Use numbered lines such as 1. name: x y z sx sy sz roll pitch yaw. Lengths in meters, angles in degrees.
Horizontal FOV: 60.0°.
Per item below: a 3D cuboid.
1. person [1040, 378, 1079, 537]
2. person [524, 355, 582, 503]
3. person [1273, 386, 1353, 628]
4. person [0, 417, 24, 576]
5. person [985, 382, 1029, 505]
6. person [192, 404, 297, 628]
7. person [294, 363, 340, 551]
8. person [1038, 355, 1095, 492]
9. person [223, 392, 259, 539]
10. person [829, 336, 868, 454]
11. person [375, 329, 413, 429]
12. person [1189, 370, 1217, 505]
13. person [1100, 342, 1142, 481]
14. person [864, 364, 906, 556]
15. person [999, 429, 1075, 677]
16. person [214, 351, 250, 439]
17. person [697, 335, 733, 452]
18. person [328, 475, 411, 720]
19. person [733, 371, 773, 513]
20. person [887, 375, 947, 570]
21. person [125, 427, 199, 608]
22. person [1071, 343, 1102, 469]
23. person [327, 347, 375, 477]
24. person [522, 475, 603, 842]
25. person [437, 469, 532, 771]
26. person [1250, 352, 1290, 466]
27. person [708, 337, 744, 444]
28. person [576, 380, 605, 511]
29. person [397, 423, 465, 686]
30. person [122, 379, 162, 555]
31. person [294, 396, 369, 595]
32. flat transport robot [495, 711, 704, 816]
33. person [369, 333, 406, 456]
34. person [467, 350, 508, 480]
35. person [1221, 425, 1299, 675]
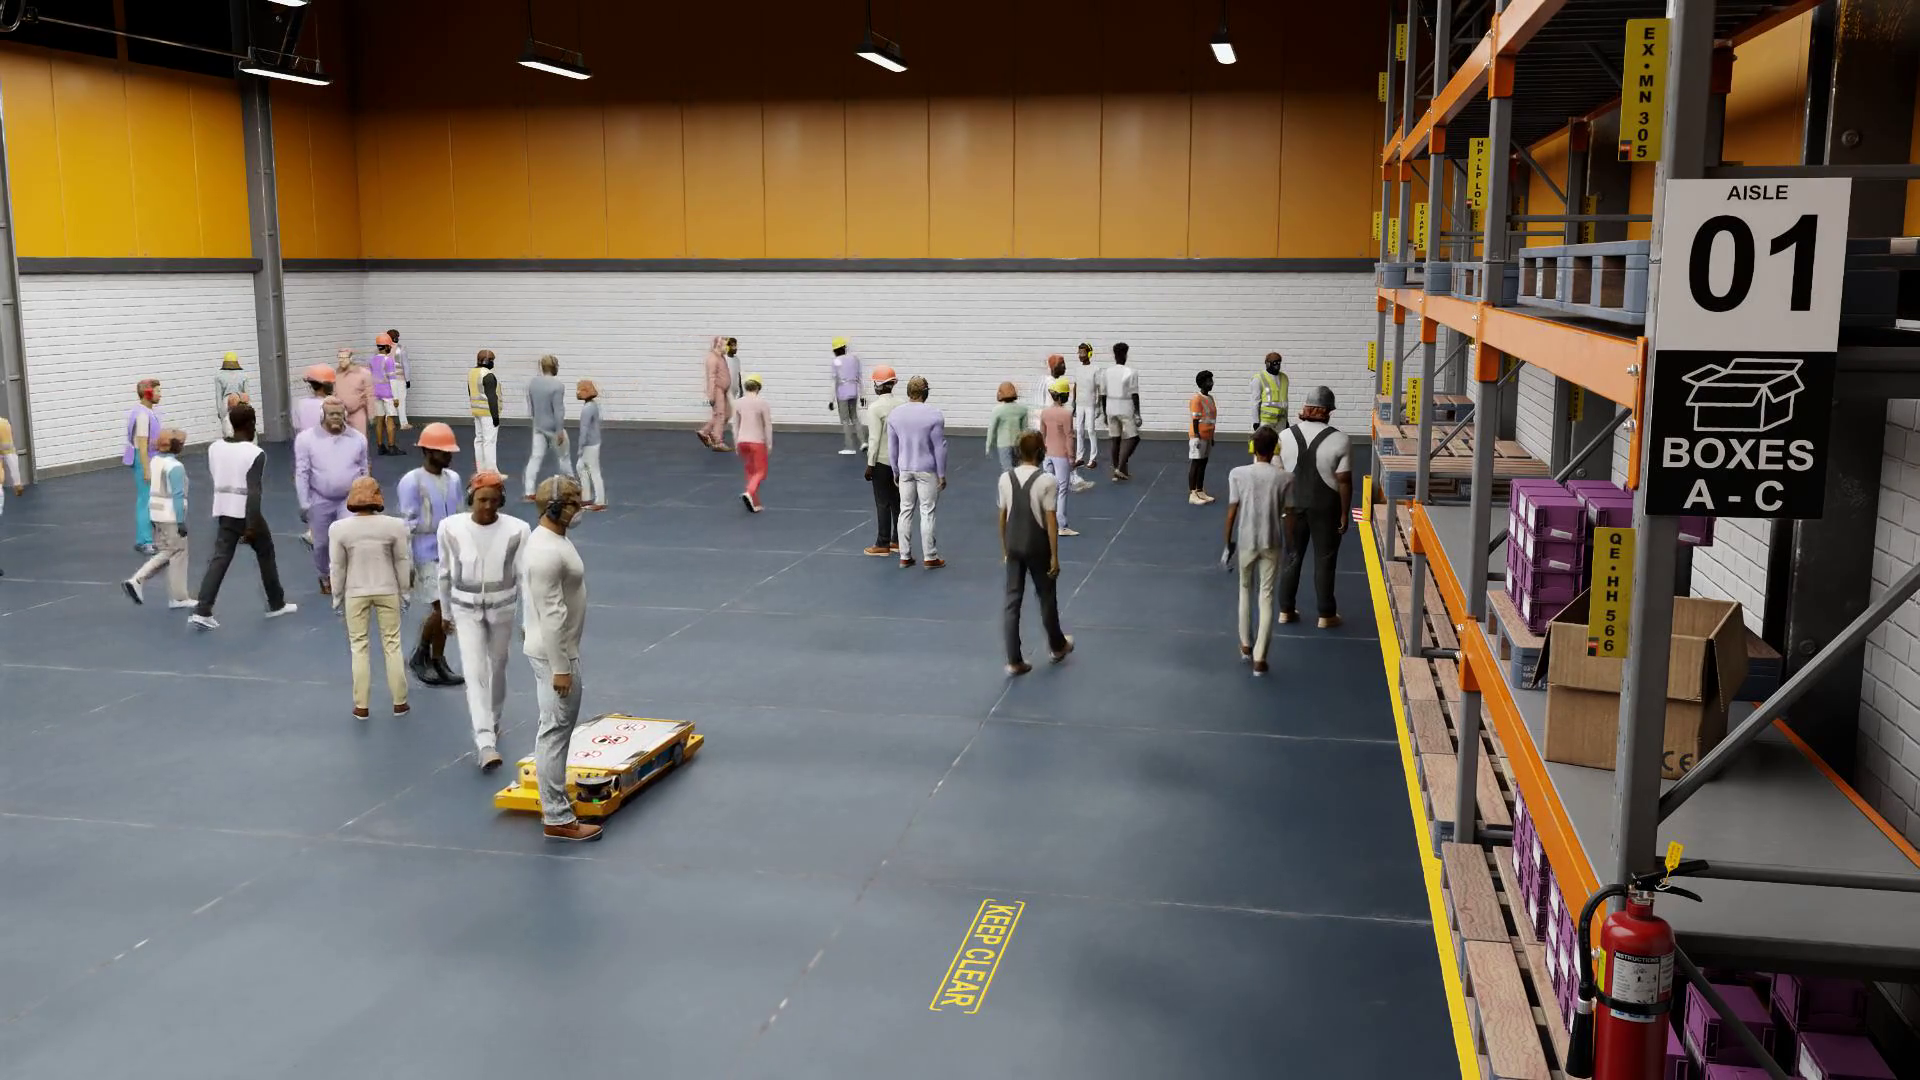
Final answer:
1. person: 1.106 -0.924 18.605 0.315 1.770 0.524 -7 12 -37
2. person: -5.231 -1.423 21.271 0.650 1.884 1.008 6 11 33
3. person: 2.990 -0.293 13.979 0.677 2.000 0.535 6 11 30
4. person: -9.442 -0.589 16.153 0.559 1.912 0.647 0 9 0
5. person: 0.547 -1.130 20.314 0.526 1.593 0.789 -5 11 -26
6. person: -6.087 -0.205 14.002 0.596 1.872 1.009 3 10 17
7. person: -6.557 -0.791 17.037 0.606 2.028 0.560 4 10 24
8. person: 1.265 -1.534 22.091 1.013 1.828 0.594 1 9 6
9. person: -7.868 -0.800 18.240 0.511 1.641 0.309 7 12 36
10. person: -1.811 -2.292 26.473 0.643 1.894 0.502 -9 13 -44
11. person: -10.391 -2.948 30.574 0.631 1.842 0.428 2 10 11
12. person: 3.078 -1.302 21.091 0.320 1.698 0.531 6 11 30
13. person: 2.261 -1.782 23.195 0.670 1.953 0.483 8 12 39
14. person: -0.777 -0.829 17.348 0.380 1.995 0.611 6 11 32
15. person: 0.578 0.073 12.456 0.539 1.809 0.885 5 11 28
16. person: -10.893 -1.959 24.941 0.480 1.733 0.331 -6 11 -31
17. person: -3.965 -2.367 26.930 0.525 1.884 0.667 1 9 3
18. person: -3.938 0.383 11.129 0.505 1.631 0.278 -4 10 -21
19. person: -2.549 -1.160 20.134 0.543 1.738 0.670 4 10 21
20. person: -0.415 -0.670 16.560 0.632 1.940 0.372 4 10 24
21. person: -6.985 -0.175 14.544 0.526 1.620 0.522 9 13 44
22. person: 1.864 -1.987 24.723 0.533 1.862 0.332 8 12 40
23. person: -8.417 -1.705 22.931 0.667 1.892 0.420 0 9 3
24. person: -2.116 0.618 8.801 0.372 1.939 0.631 -2 10 -13
25. person: -2.877 0.460 10.152 0.584 1.800 1.056 -3 10 -15
26. person: 4.248 -1.634 22.656 0.635 1.842 0.429 -6 11 -31
27. person: -3.894 -2.470 27.759 0.897 1.842 0.520 4 10 25
28. person: -4.625 -1.151 20.390 0.557 1.613 0.523 0 9 -3
29. person: -3.718 0.117 11.885 0.430 1.912 0.565 4 10 22
30. person: -8.546 -0.757 17.431 0.409 1.833 0.685 -4 10 -21
31. person: -5.627 -0.366 14.936 0.639 1.875 0.872 -5 11 -27
32. flat transport robot: -2.082 1.288 9.773 0.652 0.197 1.431 2 10 14
33. person: -9.093 -2.298 26.370 0.542 1.938 0.358 6 11 32
34. person: -6.657 -1.758 23.424 0.429 1.838 0.622 -9 13 -42
35. person: 2.274 0.050 12.549 0.573 1.823 0.895 2 10 12
